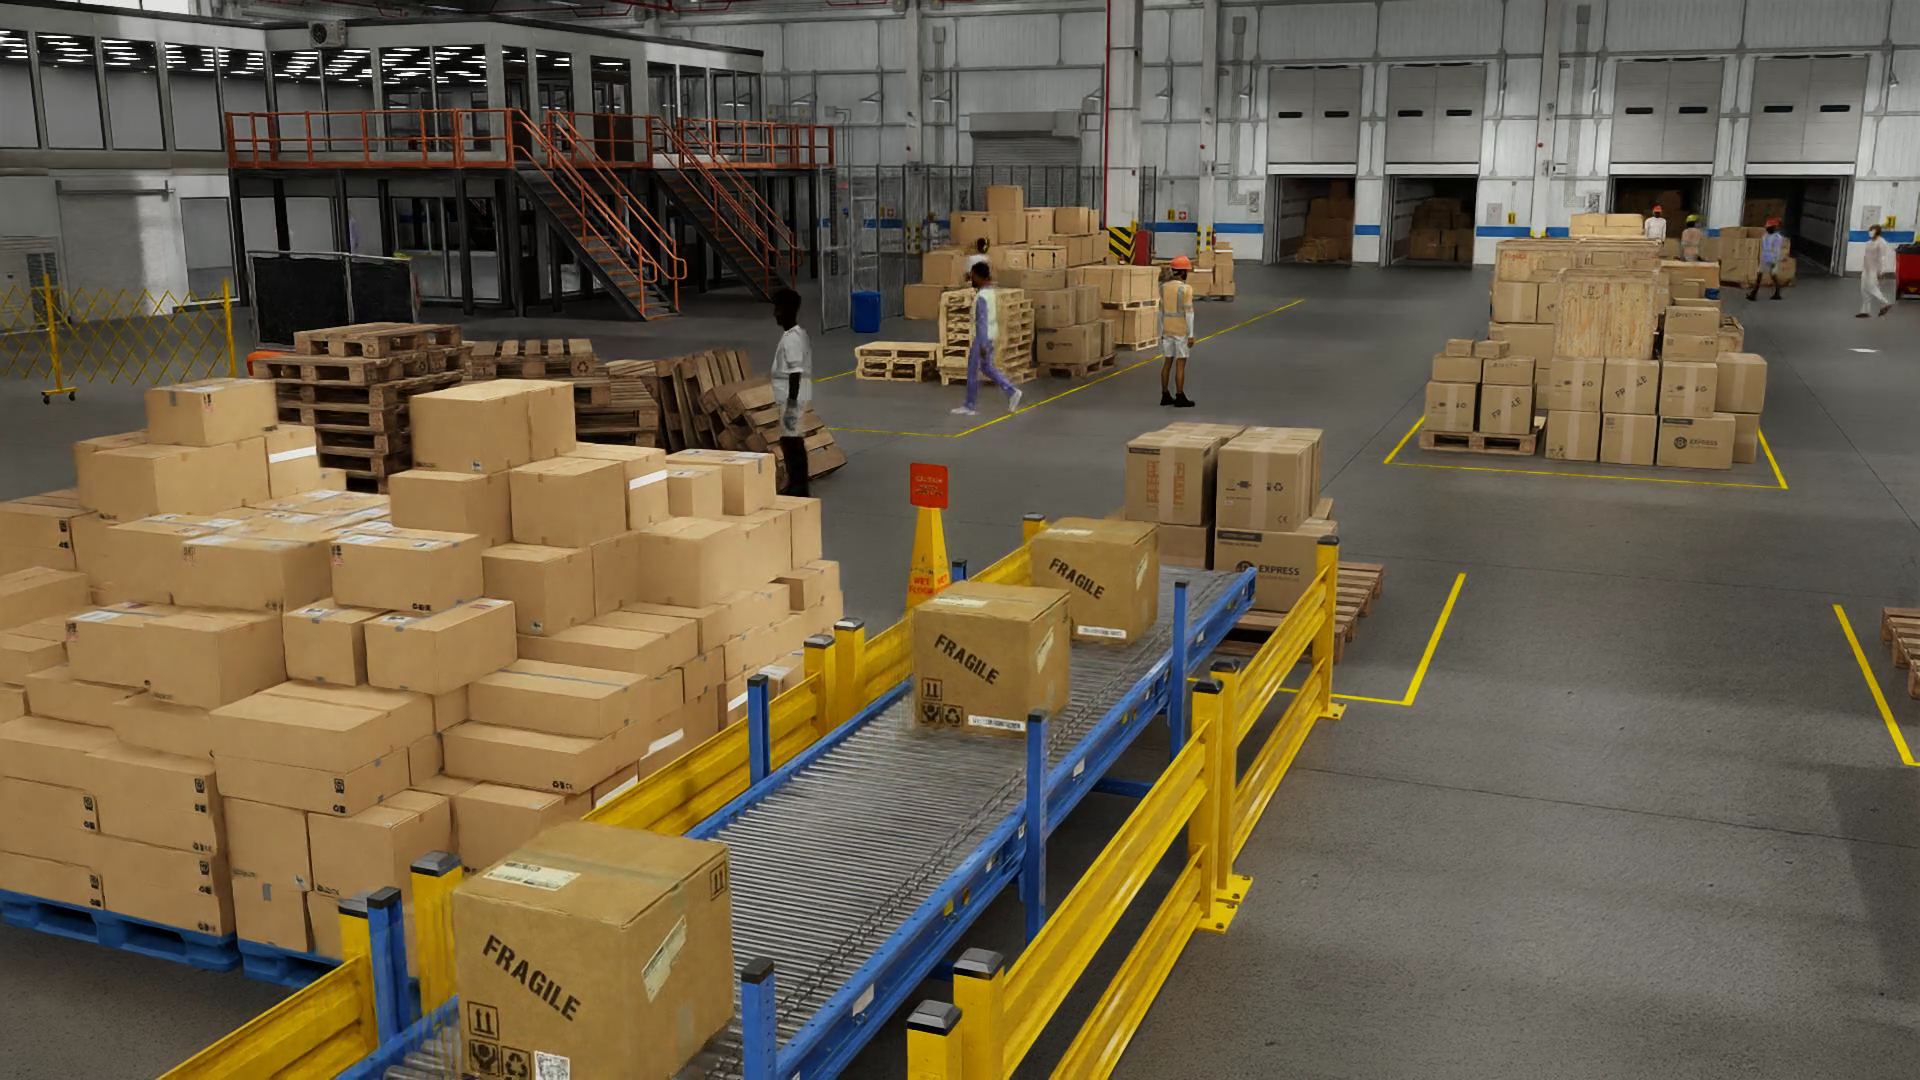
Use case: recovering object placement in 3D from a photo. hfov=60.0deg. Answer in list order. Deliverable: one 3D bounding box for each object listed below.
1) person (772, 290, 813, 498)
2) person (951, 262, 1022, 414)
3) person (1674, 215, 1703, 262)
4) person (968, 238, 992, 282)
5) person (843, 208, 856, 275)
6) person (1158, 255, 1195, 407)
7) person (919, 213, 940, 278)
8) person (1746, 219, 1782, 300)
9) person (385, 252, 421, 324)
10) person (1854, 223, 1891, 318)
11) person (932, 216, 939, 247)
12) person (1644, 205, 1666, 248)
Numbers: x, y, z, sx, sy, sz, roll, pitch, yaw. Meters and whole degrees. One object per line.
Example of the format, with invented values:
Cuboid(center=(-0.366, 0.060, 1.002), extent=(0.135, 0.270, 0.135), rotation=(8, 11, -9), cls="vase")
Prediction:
Cuboid(center=(-1.520, -1.254, 14.973), extent=(0.381, 1.948, 0.693), rotation=(0, 13, 0), cls="person")
Cuboid(center=(0.327, -2.487, 20.558), extent=(0.803, 1.898, 0.593), rotation=(2, 13, 11), cls="person")
Cuboid(center=(17.967, -7.066, 41.129), extent=(0.611, 1.891, 0.884), rotation=(-7, 14, -28), cls="person")
Cuboid(center=(0.299, -4.392, 29.270), extent=(0.501, 1.839, 0.822), rotation=(10, 16, 39), cls="person")
Cuboid(center=(-3.210, -8.651, 48.125), extent=(0.402, 1.937, 0.604), rotation=(4, 13, 19), cls="person")
Cuboid(center=(2.795, -2.671, 21.297), extent=(0.360, 1.936, 0.552), rotation=(-10, 16, -38), cls="person")
Cuboid(center=(-0.832, -8.013, 45.517), extent=(0.596, 1.821, 1.035), rotation=(-10, 16, -39), cls="person")
Cuboid(center=(18.797, -6.505, 38.624), extent=(0.986, 1.889, 0.561), rotation=(-5, 14, -23), cls="person")
Cuboid(center=(-8.655, -3.561, 25.703), extent=(0.621, 1.743, 0.554), rotation=(7, 14, 30), cls="person")
Cuboid(center=(18.660, -5.475, 33.897), extent=(0.545, 1.927, 0.626), rotation=(0, 13, 0), cls="person")
Cuboid(center=(-0.695, -8.477, 47.863), extent=(0.867, 1.709, 0.497), rotation=(-11, 16, -39), cls="person")
Cuboid(center=(19.855, -8.556, 47.562), extent=(0.608, 1.996, 0.381), rotation=(1, 13, 4), cls="person")
